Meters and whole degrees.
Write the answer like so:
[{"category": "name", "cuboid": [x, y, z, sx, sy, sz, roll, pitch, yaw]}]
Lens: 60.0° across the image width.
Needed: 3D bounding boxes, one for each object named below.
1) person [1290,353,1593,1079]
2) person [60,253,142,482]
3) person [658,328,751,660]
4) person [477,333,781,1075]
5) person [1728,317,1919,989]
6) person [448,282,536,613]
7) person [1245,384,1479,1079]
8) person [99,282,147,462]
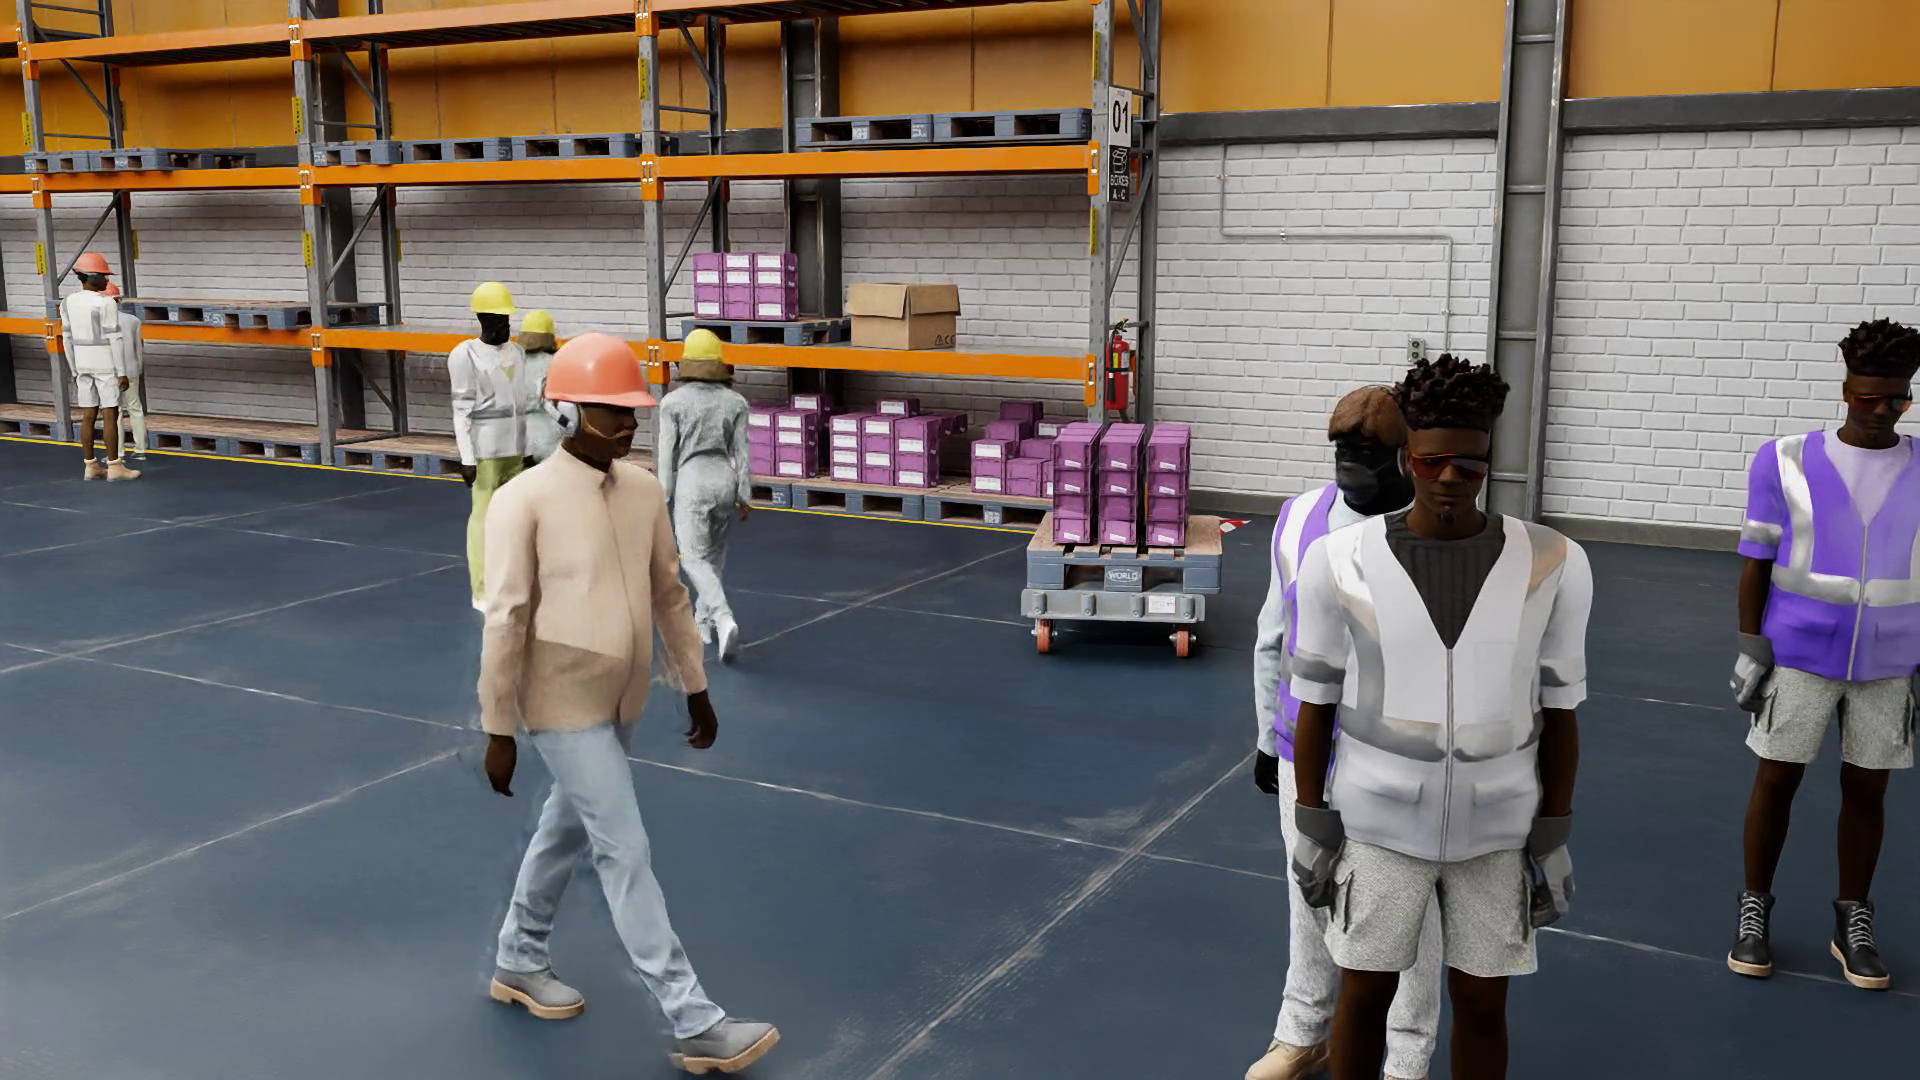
[{"category": "person", "cuboid": [0.992, 0.585, 3.508, 0.599, 1.958, 0.378, 2, 10, 9]}, {"category": "person", "cuboid": [-7.711, -1.540, 14.914, 0.615, 2.040, 0.369, 4, 11, 19]}, {"category": "person", "cuboid": [-1.313, -0.248, 8.715, 0.491, 1.716, 0.798, -6, 12, -30]}, {"category": "person", "cuboid": [-0.924, 0.423, 4.435, 1.044, 1.935, 0.647, 5, 12, 26]}, {"category": "person", "cuboid": [2.576, 0.336, 4.853, 0.601, 1.959, 0.385, 3, 11, 17]}, {"category": "person", "cuboid": [-2.697, -0.535, 9.713, 0.367, 1.926, 0.594, 5, 11, 24]}, {"category": "person", "cuboid": [0.995, 0.535, 4.093, 0.634, 1.839, 0.429, 8, 13, 38]}, {"category": "person", "cuboid": [-8.217, -1.631, 16.193, 0.330, 1.755, 0.562, 6, 12, 29]}]
